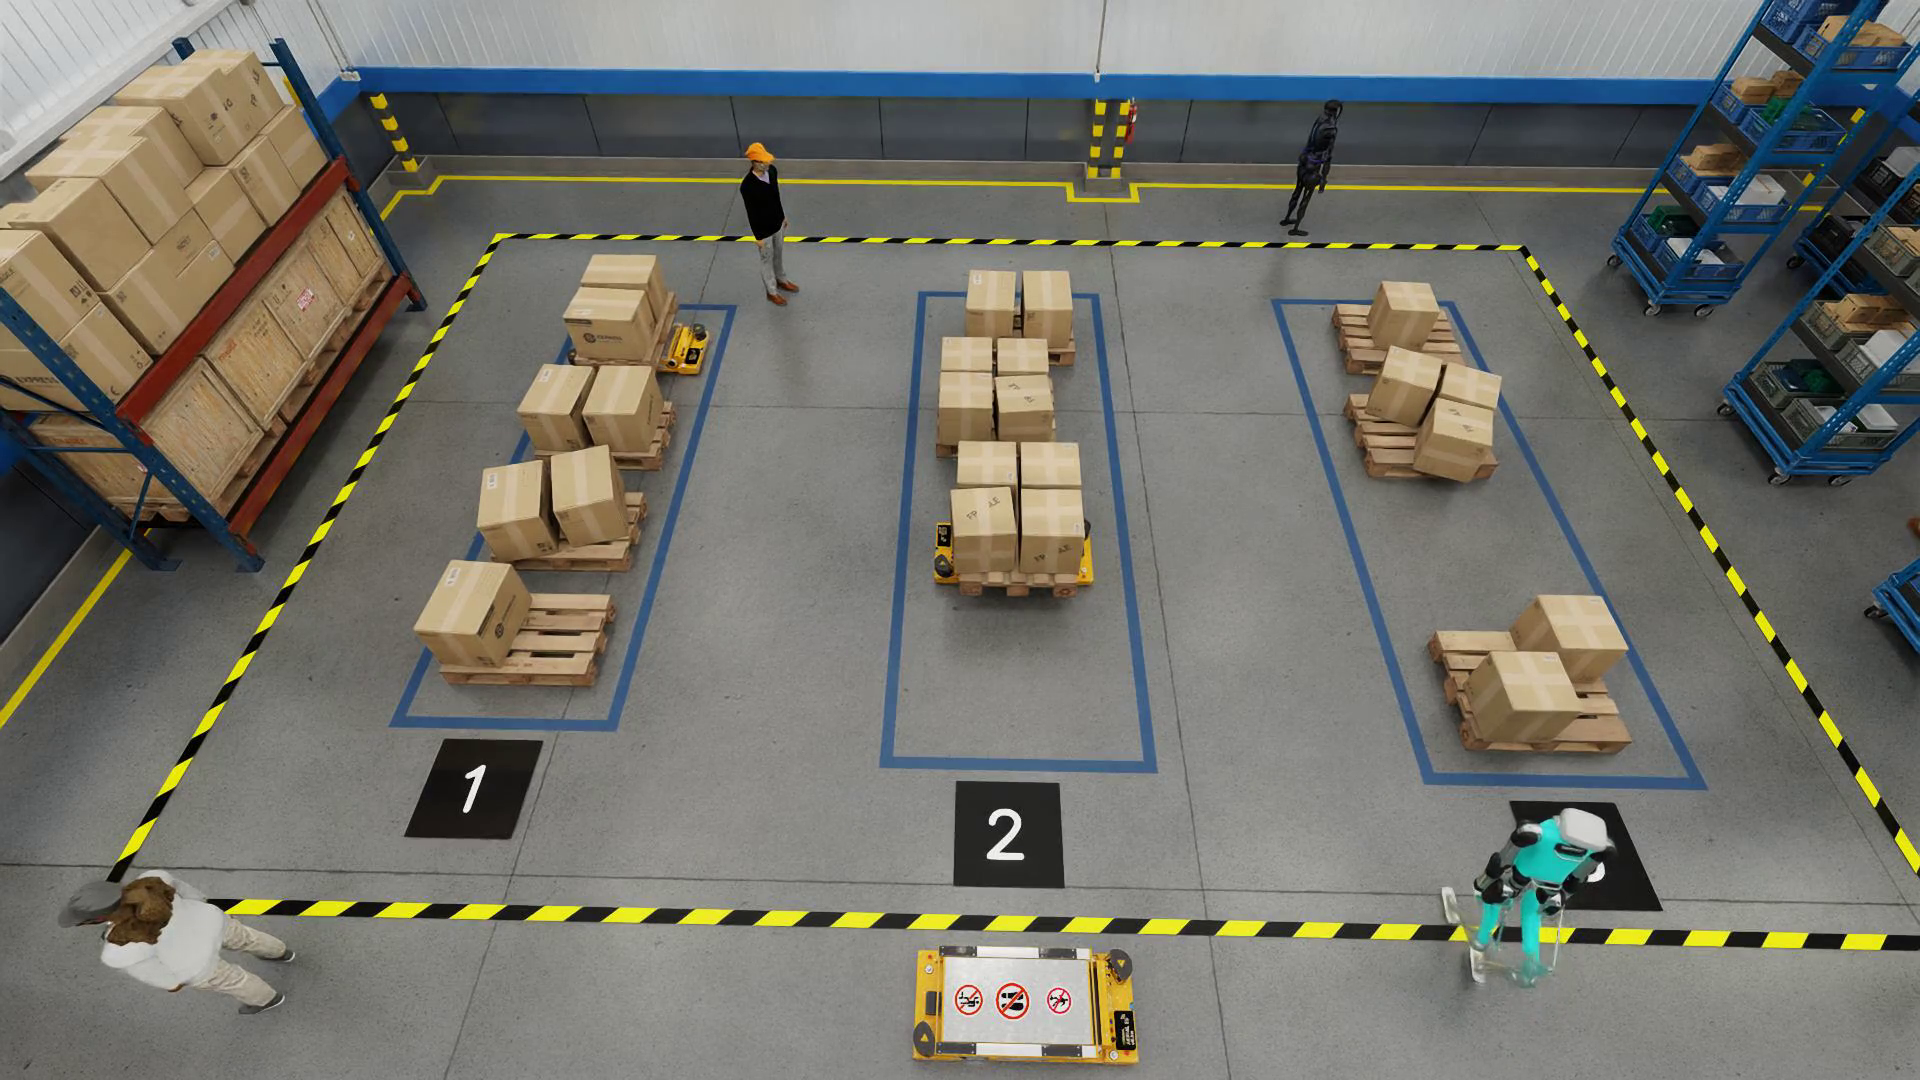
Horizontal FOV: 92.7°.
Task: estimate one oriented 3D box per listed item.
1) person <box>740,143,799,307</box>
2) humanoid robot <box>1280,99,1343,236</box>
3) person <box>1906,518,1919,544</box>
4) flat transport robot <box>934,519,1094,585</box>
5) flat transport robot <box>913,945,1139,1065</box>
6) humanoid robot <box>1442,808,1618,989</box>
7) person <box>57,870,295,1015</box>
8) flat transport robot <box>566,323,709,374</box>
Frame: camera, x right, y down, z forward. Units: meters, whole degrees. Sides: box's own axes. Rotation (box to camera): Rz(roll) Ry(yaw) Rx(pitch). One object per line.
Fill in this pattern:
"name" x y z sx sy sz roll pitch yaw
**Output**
"person" -2.154 -3.552 10.340 0.362 1.884 0.586 19 53 15
"humanoid robot" 4.359 -4.610 11.326 0.315 1.655 0.599 -7 51 -6
"person" 9.140 -0.363 7.748 0.654 1.885 0.930 9 51 7
"flat transport robot" 0.490 0.087 8.397 1.431 0.197 0.652 1 51 1
"flat transport robot" 0.422 3.041 6.007 1.431 0.231 0.659 1 51 1
"humanoid robot" 3.462 2.323 5.653 0.541 1.772 0.886 9 51 8
"person" -4.641 2.431 5.535 0.397 1.769 0.568 -7 51 -5
"flat transport robot" -3.589 -2.150 10.220 1.431 0.197 0.652 1 51 1
